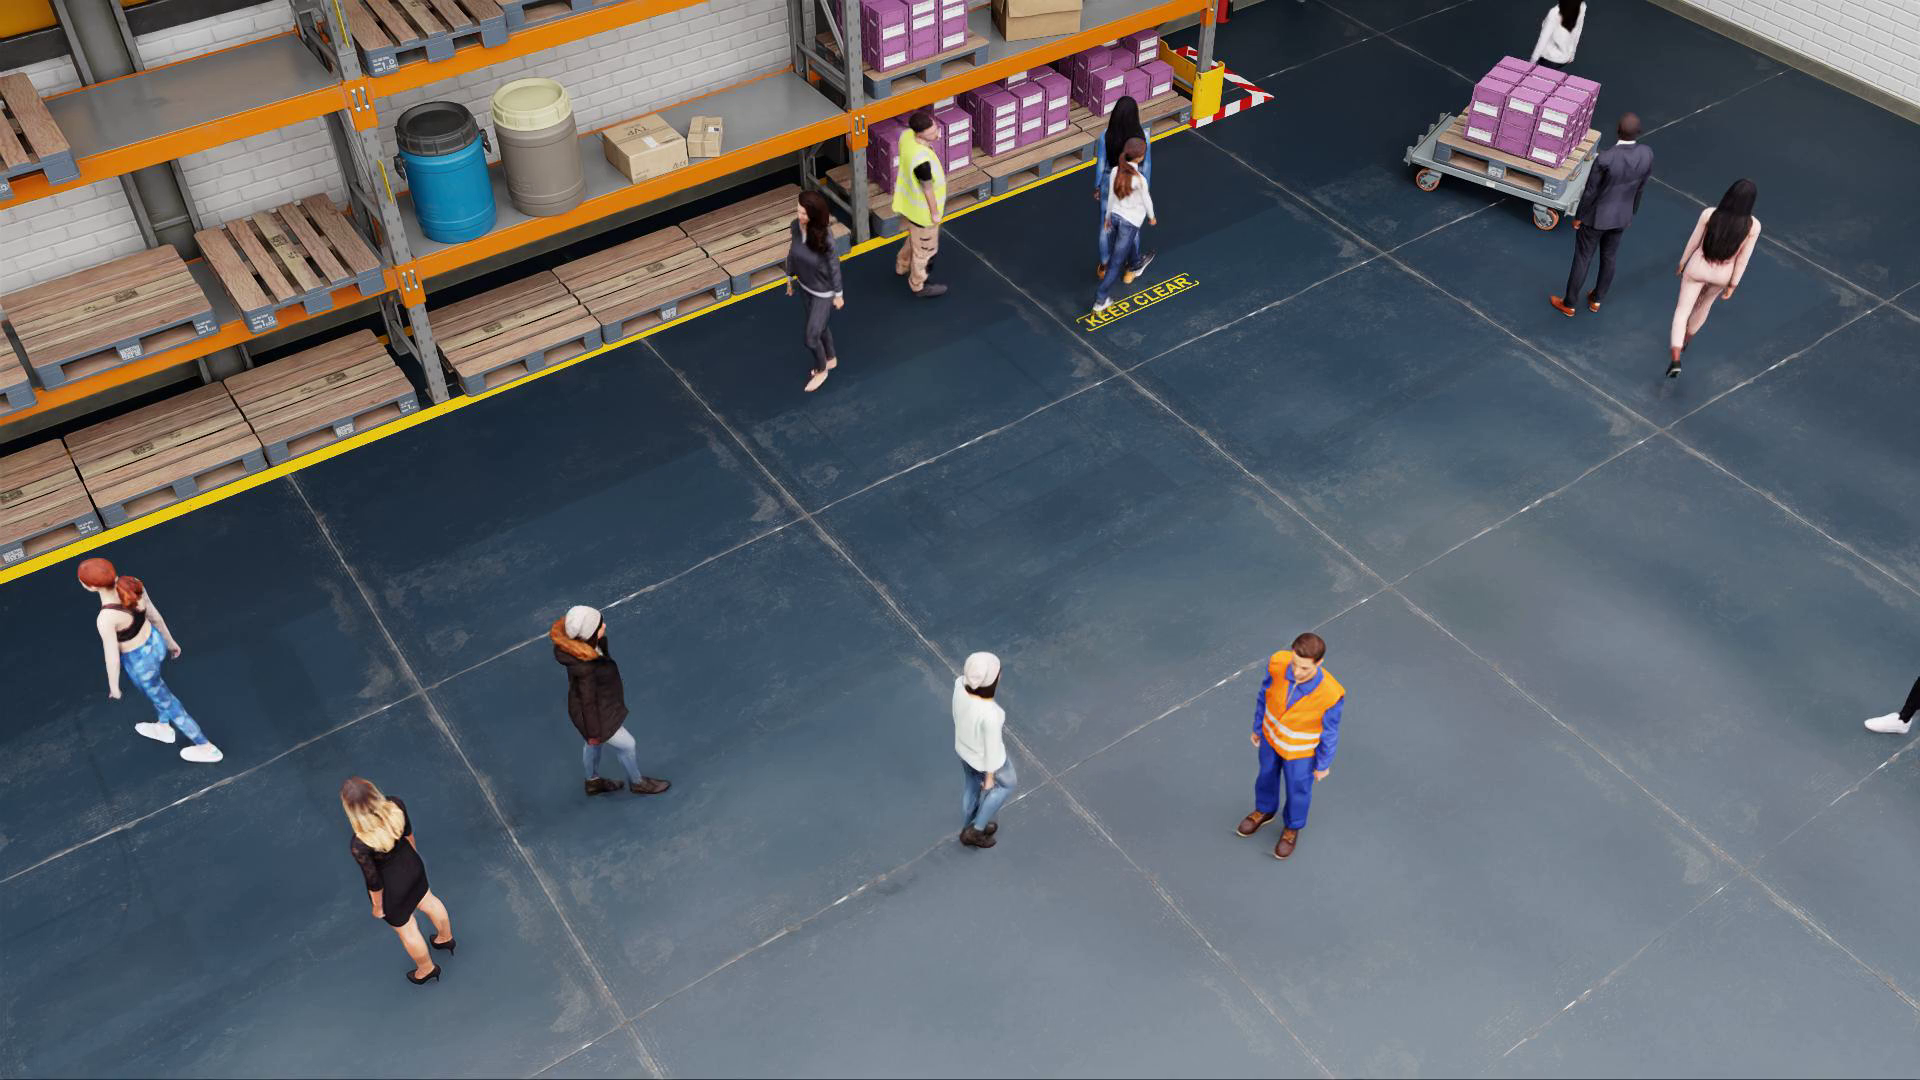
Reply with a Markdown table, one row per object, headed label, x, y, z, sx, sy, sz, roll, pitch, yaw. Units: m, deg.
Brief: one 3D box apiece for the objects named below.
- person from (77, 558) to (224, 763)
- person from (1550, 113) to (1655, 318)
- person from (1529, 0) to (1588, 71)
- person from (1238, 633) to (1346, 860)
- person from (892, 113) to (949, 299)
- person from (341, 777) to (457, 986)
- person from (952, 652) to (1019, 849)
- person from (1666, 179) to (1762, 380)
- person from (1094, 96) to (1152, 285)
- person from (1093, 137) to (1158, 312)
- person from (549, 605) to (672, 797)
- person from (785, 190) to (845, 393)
| label | x | y | z | sx | sy | sz | roll | pitch | yaw |
| --- | --- | --- | --- | --- | --- | --- | --- | --- | --- |
| person | -4.835 | 0.766 | 10.052 | 0.962 | 1.772 | 0.899 | 7 | 44 | 7 |
| person | 5.278 | -2.648 | 13.598 | 0.710 | 1.823 | 0.841 | -6 | 44 | -6 |
| person | 5.646 | -4.497 | 15.634 | 0.520 | 1.692 | 0.676 | -28 | 50 | -27 |
| person | 1.910 | 1.153 | 9.586 | 0.736 | 1.855 | 0.695 | 30 | 51 | 28 |
| person | -0.312 | -2.781 | 13.752 | 0.823 | 1.805 | 0.945 | -22 | 48 | -22 |
| person | -3.040 | 1.843 | 8.992 | 0.682 | 1.676 | 0.590 | 13 | 45 | 13 |
| person | 0.050 | 1.255 | 9.636 | 0.599 | 1.637 | 0.573 | -27 | 50 | -26 |
| person | 5.843 | -2.022 | 13.033 | 1.014 | 1.696 | 1.187 | 15 | 46 | 15 |
| person | 1.352 | -2.934 | 13.979 | 0.669 | 1.712 | 0.750 | 3 | 44 | 3 |
| person | 1.310 | -2.567 | 13.742 | 0.631 | 1.509 | 1.106 | 33 | 53 | 30 |
| person | -2.244 | 1.009 | 9.906 | 0.862 | 1.621 | 0.772 | -10 | 45 | -11 |
| person | -1.053 | -1.996 | 12.965 | 0.733 | 1.754 | 0.714 | -35 | 53 | -31 |
